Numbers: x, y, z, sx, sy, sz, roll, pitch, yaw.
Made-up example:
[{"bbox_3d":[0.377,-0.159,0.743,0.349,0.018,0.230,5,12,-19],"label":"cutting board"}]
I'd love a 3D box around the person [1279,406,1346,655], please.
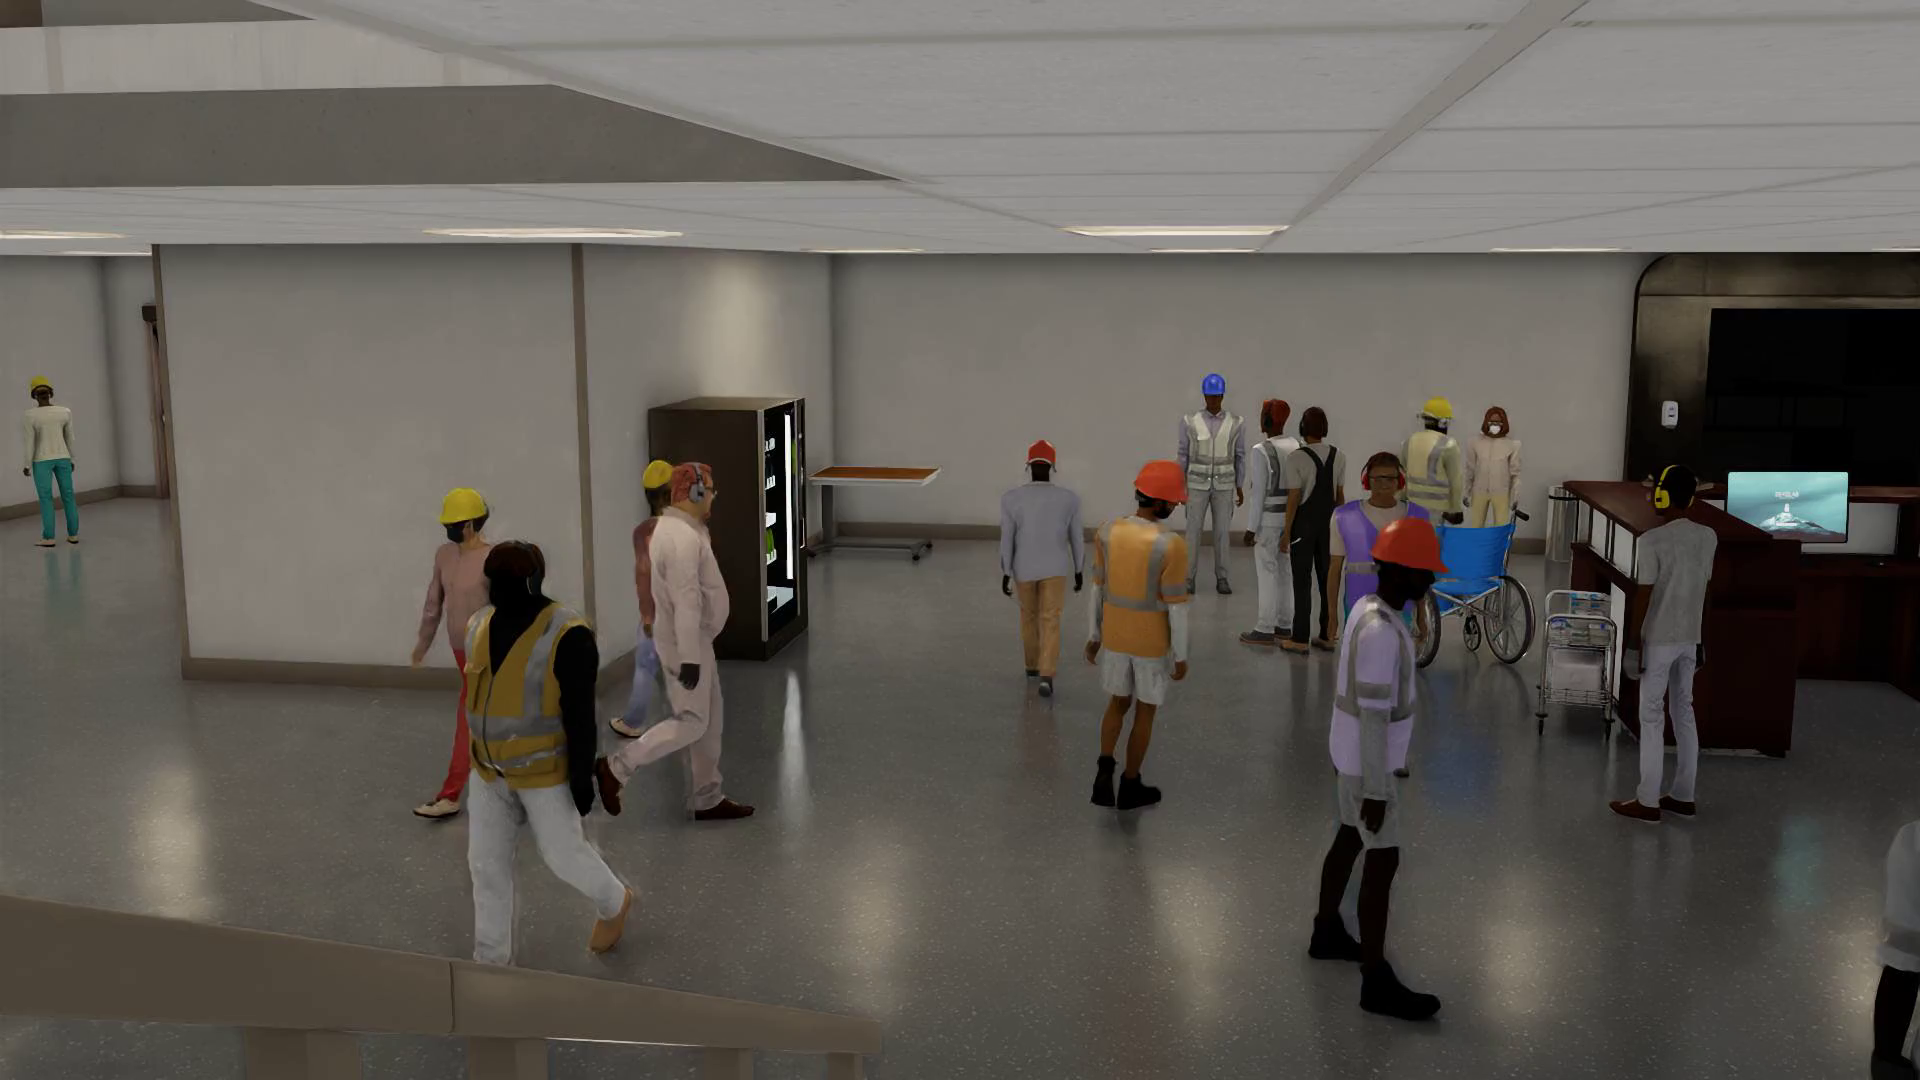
[{"bbox_3d":[2.619,-0.070,12.366,0.514,1.844,0.328,-4,10,-22],"label":"person"}]

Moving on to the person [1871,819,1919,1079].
[{"bbox_3d":[2.409,1.268,3.793,0.612,1.956,0.385,6,11,34],"label":"person"}]

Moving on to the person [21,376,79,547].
[{"bbox_3d":[-9.422,-0.809,17.205,0.327,1.760,0.523,7,11,35],"label":"person"}]

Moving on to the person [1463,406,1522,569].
[{"bbox_3d":[4.833,-0.403,15.118,0.500,1.628,0.284,5,10,27],"label":"person"}]

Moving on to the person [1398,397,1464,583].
[{"bbox_3d":[3.939,-0.322,14.118,0.915,1.789,0.580,-4,10,-25],"label":"person"}]

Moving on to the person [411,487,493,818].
[{"bbox_3d":[-2.598,0.565,8.863,0.530,1.717,0.907,7,11,36],"label":"person"}]

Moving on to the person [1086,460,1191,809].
[{"bbox_3d":[0.904,0.518,8.614,0.608,1.894,0.581,7,12,37],"label":"person"}]

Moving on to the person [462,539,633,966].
[{"bbox_3d":[-1.679,0.880,6.610,0.636,1.815,0.864,5,10,27],"label":"person"}]

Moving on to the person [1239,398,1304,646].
[{"bbox_3d":[2.380,-0.138,12.677,0.574,1.884,0.355,-9,13,-43],"label":"person"}]

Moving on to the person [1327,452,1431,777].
[{"bbox_3d":[2.350,0.417,9.381,0.570,1.841,0.379,0,9,0],"label":"person"}]

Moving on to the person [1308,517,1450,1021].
[{"bbox_3d":[1.653,0.849,6.529,0.442,1.921,0.618,2,9,10],"label":"person"}]

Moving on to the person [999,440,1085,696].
[{"bbox_3d":[0.559,0.175,11.282,0.577,1.712,0.883,1,9,4],"label":"person"}]

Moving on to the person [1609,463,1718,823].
[{"bbox_3d":[3.653,0.536,8.601,0.509,1.862,0.328,-4,10,-22],"label":"person"}]

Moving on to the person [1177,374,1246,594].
[{"bbox_3d":[2.209,-0.490,14.650,0.602,1.949,0.388,0,9,3],"label":"person"}]

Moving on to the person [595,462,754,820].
[{"bbox_3d":[-1.475,0.537,8.528,0.729,1.870,0.678,-2,9,-10],"label":"person"}]

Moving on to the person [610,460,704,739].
[{"bbox_3d":[-1.774,0.381,9.977,0.529,1.728,0.783,-9,13,-43],"label":"person"}]
